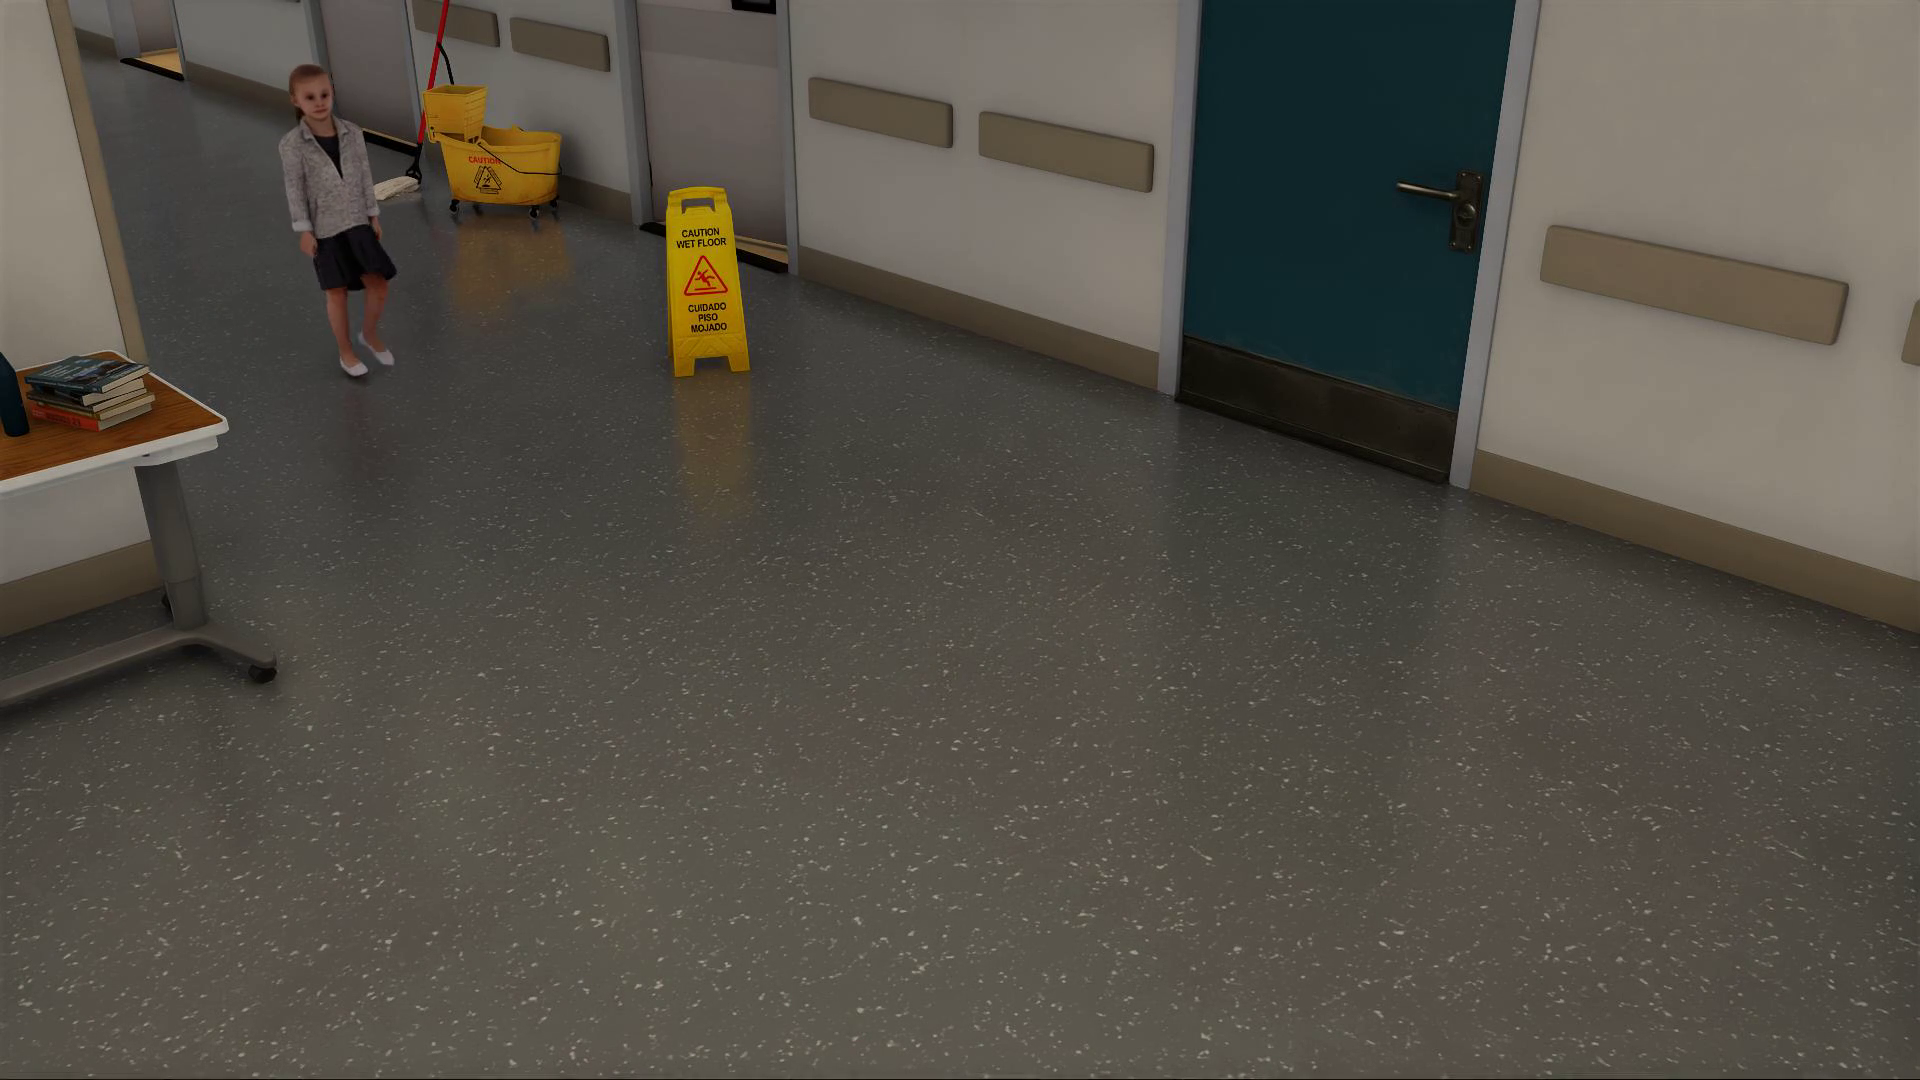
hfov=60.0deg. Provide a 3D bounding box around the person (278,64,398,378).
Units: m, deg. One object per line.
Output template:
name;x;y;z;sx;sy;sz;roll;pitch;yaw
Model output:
person;-2.561;-1.303;6.791;0.549;1.267;0.575;-19;32;-34
